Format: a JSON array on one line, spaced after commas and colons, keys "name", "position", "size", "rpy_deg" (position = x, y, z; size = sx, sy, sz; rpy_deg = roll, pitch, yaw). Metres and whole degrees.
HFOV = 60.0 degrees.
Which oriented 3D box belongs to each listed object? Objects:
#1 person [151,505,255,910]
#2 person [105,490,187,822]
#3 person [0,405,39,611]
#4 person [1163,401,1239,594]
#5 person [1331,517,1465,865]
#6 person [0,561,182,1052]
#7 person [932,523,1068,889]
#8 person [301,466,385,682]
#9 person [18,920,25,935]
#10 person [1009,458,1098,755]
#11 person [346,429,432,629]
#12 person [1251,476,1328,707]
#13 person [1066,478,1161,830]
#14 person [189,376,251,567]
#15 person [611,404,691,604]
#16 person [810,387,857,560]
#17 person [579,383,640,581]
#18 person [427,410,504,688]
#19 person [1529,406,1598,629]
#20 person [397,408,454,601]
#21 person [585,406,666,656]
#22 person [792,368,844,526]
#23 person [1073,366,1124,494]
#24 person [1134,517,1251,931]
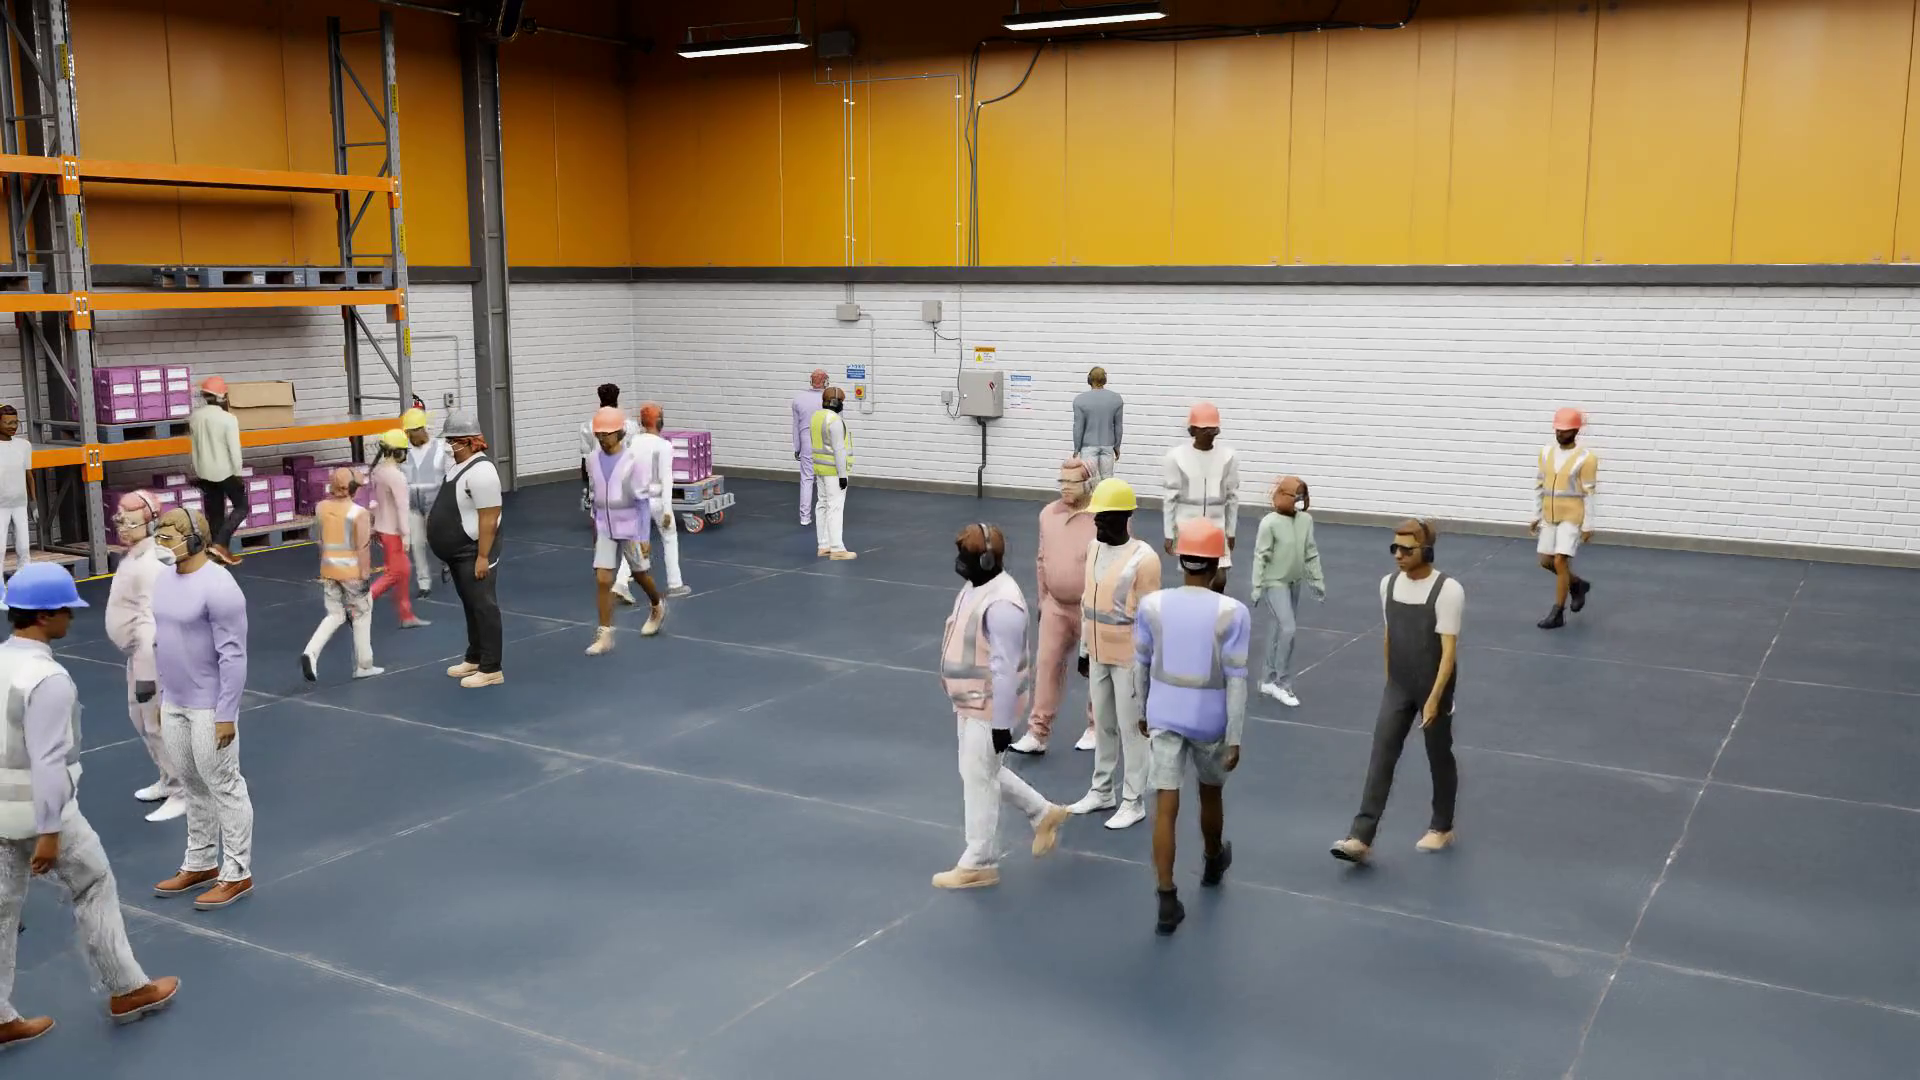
[{"name": "person", "position": [-3.657, 0.793, 7.989], "size": [0.631, 1.940, 0.372], "rpy_deg": [6, 11, 33]}, {"name": "person", "position": [-4.456, 0.644, 9.149], "size": [0.414, 1.870, 0.718], "rpy_deg": [-5, 11, -31]}, {"name": "person", "position": [-8.579, -0.292, 15.023], "size": [0.334, 1.860, 0.508], "rpy_deg": [6, 11, 32]}, {"name": "person", "position": [1.916, -0.091, 13.221], "size": [0.621, 2.024, 0.419], "rpy_deg": [-1, 9, -3]}, {"name": "person", "position": [2.287, 0.783, 8.500], "size": [0.938, 1.793, 0.510], "rpy_deg": [-9, 12, -43]}, {"name": "person", "position": [-3.567, 1.030, 6.591], "size": [0.619, 1.907, 0.865], "rpy_deg": [5, 11, 31]}, {"name": "person", "position": [0.206, 0.812, 8.228], "size": [0.654, 1.829, 0.634], "rpy_deg": [-2, 9, -13]}, {"name": "person", "position": [-4.578, 0.266, 12.263], "size": [0.511, 1.616, 0.626], "rpy_deg": [4, 10, 21]}, {"name": "person", "position": [-4.637, 0.963, 7.137], "size": [0.555, 1.898, 0.957], "rpy_deg": [4, 10, 26]}, {"name": "person", "position": [0.662, 0.440, 10.369], "size": [0.673, 1.872, 0.877], "rpy_deg": [6, 11, 34]}, {"name": "person", "position": [-4.849, -0.061, 13.969], "size": [0.713, 1.734, 0.565], "rpy_deg": [-7, 12, -38]}, {"name": "person", "position": [2.350, 0.356, 11.738], "size": [0.524, 1.609, 0.622], "rpy_deg": [-8, 12, -39]}, {"name": "person", "position": [0.846, 0.616, 9.128], "size": [0.373, 1.928, 0.584], "rpy_deg": [-6, 11, -33]}, {"name": "person", "position": [-7.607, -0.690, 17.095], "size": [0.638, 1.983, 0.440], "rpy_deg": [3, 10, 20]}, {"name": "person", "position": [-2.890, -0.335, 15.341], "size": [0.586, 1.849, 0.939], "rpy_deg": [5, 10, 29]}, {"name": "person", "position": [-1.349, -0.711, 17.696], "size": [0.429, 1.839, 0.623], "rpy_deg": [-5, 10, -29]}, {"name": "person", "position": [-3.419, -0.560, 16.349], "size": [0.607, 1.966, 0.367], "rpy_deg": [-1, 9, -6]}, {"name": "person", "position": [-3.642, 0.059, 12.255], "size": [0.535, 2.000, 0.685], "rpy_deg": [-5, 10, -29]}, {"name": "person", "position": [5.246, -0.208, 14.319], "size": [0.694, 1.915, 0.562], "rpy_deg": [-6, 11, -32]}, {"name": "person", "position": [-4.977, -0.339, 15.502], "size": [0.592, 1.806, 0.534], "rpy_deg": [-1, 9, -4]}, {"name": "person", "position": [-2.690, -0.111, 13.505], "size": [0.620, 2.001, 1.003], "rpy_deg": [4, 10, 21]}, {"name": "person", "position": [-1.690, -1.110, 20.010], "size": [0.647, 1.901, 0.402], "rpy_deg": [2, 9, 10]}, {"name": "person", "position": [1.629, -1.095, 19.777], "size": [0.631, 1.940, 0.372], "rpy_deg": [-3, 9, -15]}, {"name": "person", "position": [1.104, 0.829, 7.915], "size": [0.568, 1.882, 0.984], "rpy_deg": [3, 10, 19]}]
